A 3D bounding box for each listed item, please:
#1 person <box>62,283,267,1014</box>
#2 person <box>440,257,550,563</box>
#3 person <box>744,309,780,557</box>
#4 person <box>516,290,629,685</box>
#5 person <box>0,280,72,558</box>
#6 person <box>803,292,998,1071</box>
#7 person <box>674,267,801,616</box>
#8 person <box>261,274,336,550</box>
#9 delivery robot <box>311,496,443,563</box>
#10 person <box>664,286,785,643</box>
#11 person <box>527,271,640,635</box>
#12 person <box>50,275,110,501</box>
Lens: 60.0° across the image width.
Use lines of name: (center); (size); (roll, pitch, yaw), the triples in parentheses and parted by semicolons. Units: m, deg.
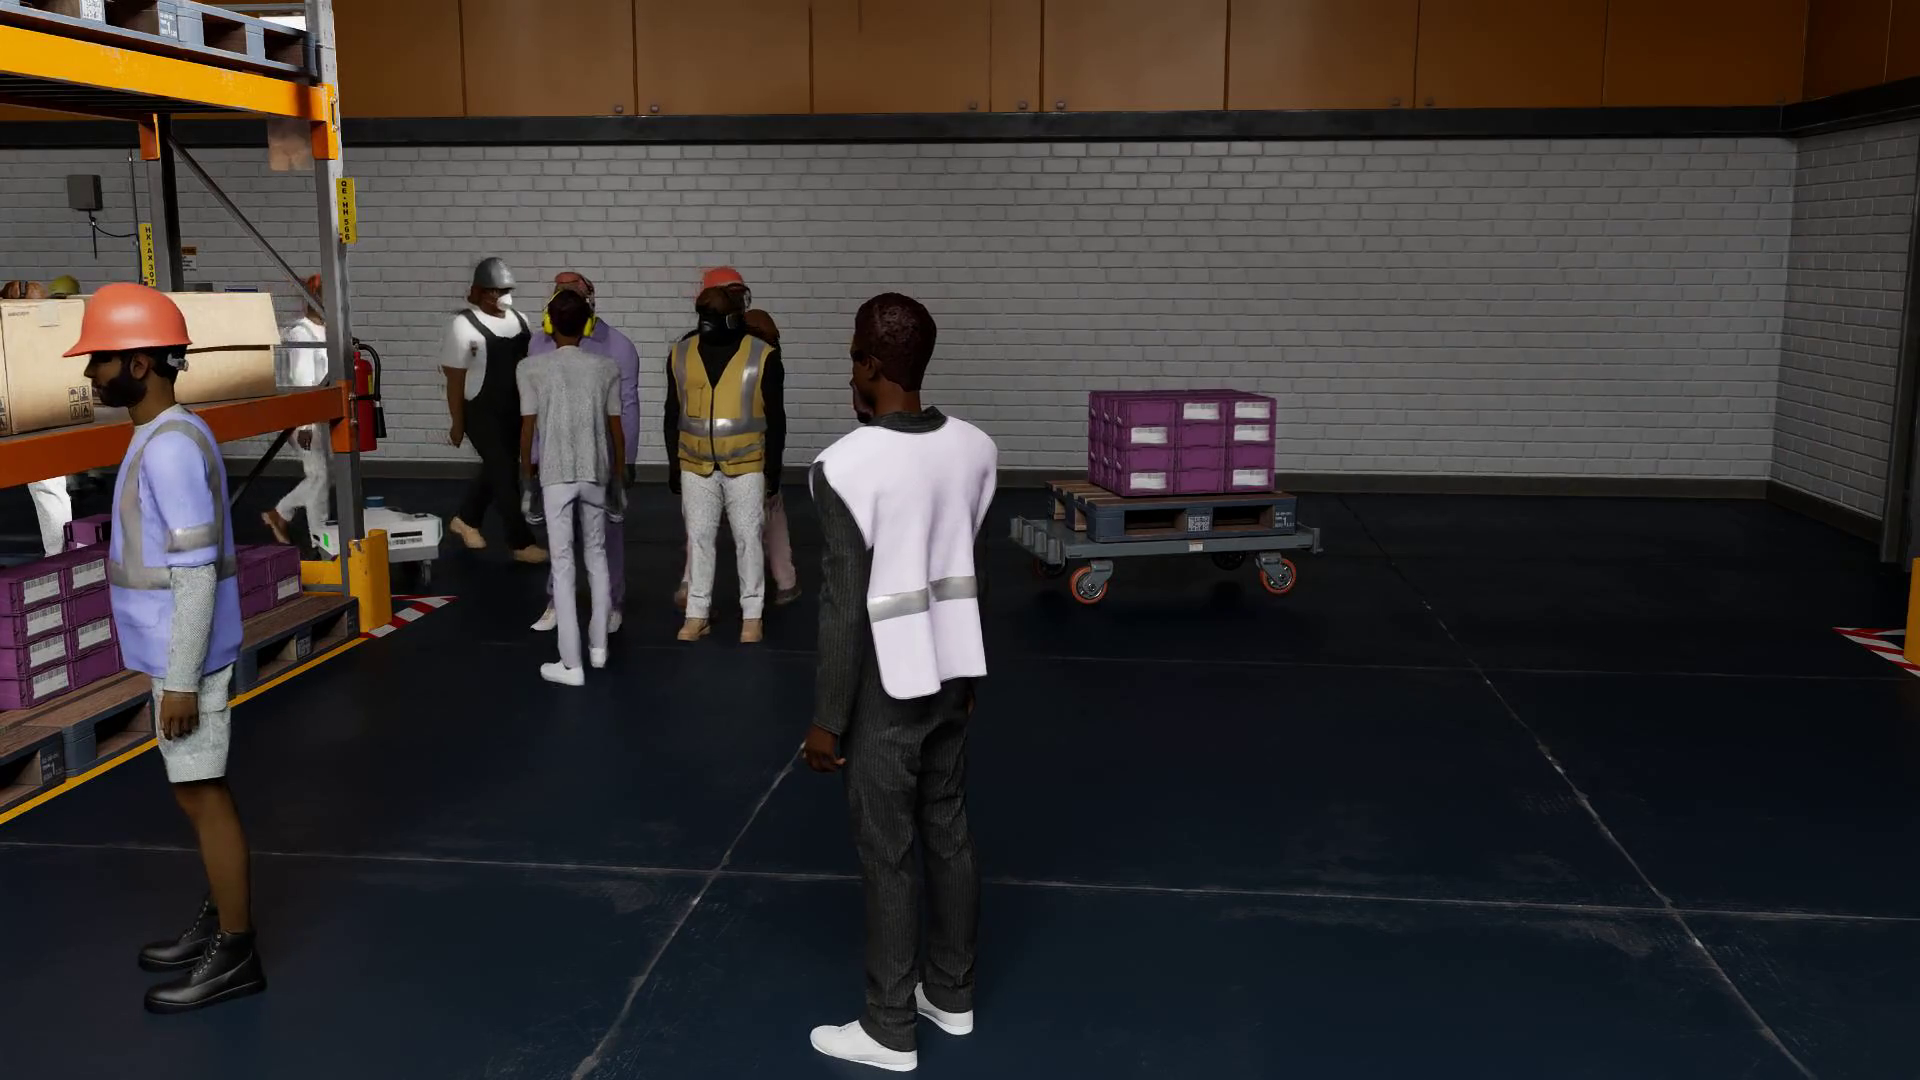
person: (-2.115, 0.292, 4.439); (0.373, 1.934, 0.551); (-5, 11, -26)
person: (-3.096, -0.895, 10.935); (1.023, 2.000, 0.684); (5, 11, 27)
person: (-1.327, -0.703, 11.004); (0.285, 1.633, 0.500); (-3, 10, -16)
person: (-1.834, -0.253, 7.884); (0.507, 1.827, 0.608); (-5, 11, -26)
person: (-5.520, -0.621, 9.939); (0.429, 1.844, 0.626); (-5, 11, -25)
person: (-0.140, 0.357, 4.117); (0.391, 1.920, 0.593); (8, 13, 38)
person: (-1.268, -0.548, 9.274); (0.626, 1.941, 0.899); (2, 10, 12)
person: (-4.304, -0.797, 10.887); (0.591, 1.867, 0.644); (0, 10, 2)
delivery robot: (-3.458, -0.017, 9.889); (0.707, 0.478, 0.477); (-6, 12, -32)
person: (-1.220, -0.381, 8.572); (0.625, 1.840, 0.430); (1, 10, 7)
person: (-2.009, -0.448, 8.759); (0.640, 1.910, 0.401); (3, 10, 15)
person: (-7.146, -1.226, 13.460); (0.623, 1.815, 0.462); (-1, 10, -8)
